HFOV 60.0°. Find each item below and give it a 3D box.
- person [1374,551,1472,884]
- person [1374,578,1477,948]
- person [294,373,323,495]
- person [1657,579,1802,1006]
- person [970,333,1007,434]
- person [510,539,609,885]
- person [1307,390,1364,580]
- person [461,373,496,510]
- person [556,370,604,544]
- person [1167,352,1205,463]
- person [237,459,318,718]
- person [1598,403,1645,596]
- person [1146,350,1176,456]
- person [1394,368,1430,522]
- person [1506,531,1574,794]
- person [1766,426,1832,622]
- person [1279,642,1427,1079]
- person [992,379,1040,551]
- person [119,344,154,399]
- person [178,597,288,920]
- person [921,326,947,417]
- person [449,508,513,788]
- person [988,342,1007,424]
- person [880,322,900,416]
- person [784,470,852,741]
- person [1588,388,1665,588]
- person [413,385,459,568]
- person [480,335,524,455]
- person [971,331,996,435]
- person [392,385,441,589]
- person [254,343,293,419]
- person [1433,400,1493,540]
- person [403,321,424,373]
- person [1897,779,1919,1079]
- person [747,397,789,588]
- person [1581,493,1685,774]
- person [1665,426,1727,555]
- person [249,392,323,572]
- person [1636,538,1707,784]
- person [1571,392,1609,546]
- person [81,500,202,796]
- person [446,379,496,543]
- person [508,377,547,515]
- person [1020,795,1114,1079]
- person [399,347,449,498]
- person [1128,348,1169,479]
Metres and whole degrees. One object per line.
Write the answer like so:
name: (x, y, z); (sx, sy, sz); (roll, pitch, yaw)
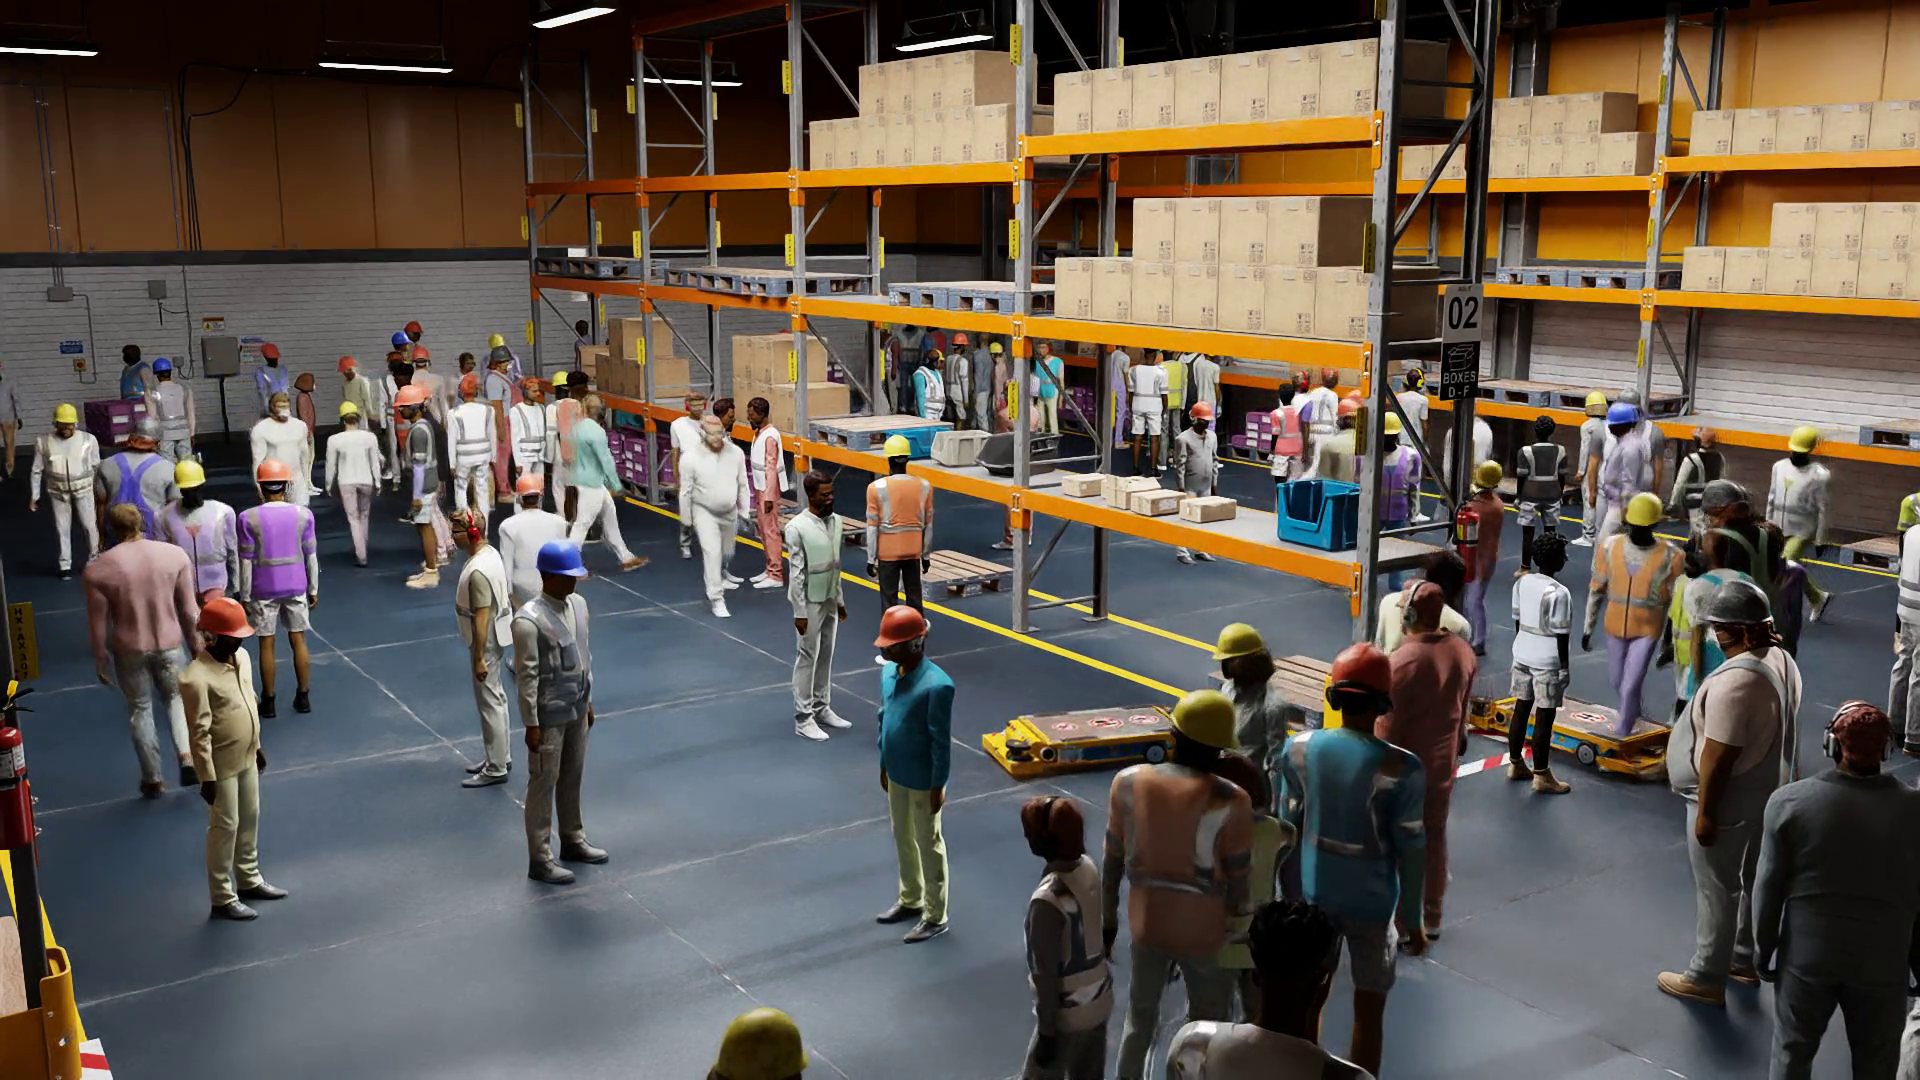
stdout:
person: (2.517, 0.974, 9.295); (0.360, 1.884, 0.690); (-9, 14, -38)
person: (2.291, 1.132, 8.420); (0.654, 1.909, 0.410); (-8, 14, -36)
person: (-8.690, -1.410, 22.144); (0.278, 1.628, 0.507); (-3, 11, -13)
person: (3.621, 1.167, 7.877); (0.679, 2.000, 0.535); (-10, 15, -40)
person: (0.473, -2.472, 27.090); (0.631, 1.818, 0.728); (-6, 13, -29)
person: (-2.238, 0.943, 9.293); (0.413, 1.938, 0.611); (4, 12, 21)
person: (3.793, -0.526, 16.664); (0.525, 1.998, 0.705); (-1, 11, -5)
person: (-6.052, -1.205, 20.759); (0.338, 1.748, 0.566); (4, 12, 22)
person: (-4.330, -0.943, 18.869); (0.361, 1.963, 0.613); (-10, 15, -42)
person: (3.374, -2.124, 24.722); (0.539, 2.000, 0.688); (-8, 14, -37)
person: (-5.053, 0.356, 12.339); (0.550, 1.925, 0.392); (-8, 14, -35)
person: (6.370, -0.369, 16.032); (0.475, 1.924, 0.647); (2, 11, 12)
person: (3.108, -2.214, 25.625); (0.552, 1.929, 0.619); (-8, 14, -37)
person: (5.496, -1.154, 20.196); (0.329, 1.872, 0.508); (-9, 14, -39)
person: (3.755, 0.783, 10.731); (0.318, 1.697, 0.533); (-3, 12, -16)
person: (7.485, -0.099, 14.771); (0.840, 1.884, 0.591); (-4, 12, -20)
person: (1.575, 1.410, 6.671); (0.621, 2.034, 0.407); (10, 15, 40)
person: (0.589, -0.835, 18.486); (0.409, 1.903, 0.639); (10, 15, 41)
person: (-11.991, -1.931, 24.249); (0.634, 1.841, 0.429); (8, 14, 36)
person: (-3.838, 1.144, 8.775); (0.354, 1.737, 0.577); (1, 11, 5)
person: (-0.490, -3.149, 30.514); (0.430, 1.836, 0.639); (7, 13, 32)
person: (-3.093, 0.690, 10.852); (0.394, 1.836, 0.560); (-2, 11, -12)
person: (0.602, -2.191, 25.819); (0.399, 1.746, 0.531); (1, 11, 6)
person: (-1.324, -3.098, 30.267); (0.403, 1.824, 0.594); (-7, 13, -33)
person: (-1.020, 0.449, 11.867); (0.391, 1.920, 0.593); (6, 12, 27)
person: (6.562, -0.505, 16.435); (0.687, 2.000, 0.536); (4, 12, 21)
person: (-5.602, -0.688, 17.615); (0.518, 1.946, 0.765); (-4, 12, -19)
person: (-7.091, -2.232, 25.737); (0.639, 1.860, 0.952); (0, 11, -3)
person: (0.359, -2.298, 25.871); (0.355, 1.938, 0.637); (6, 12, 27)
person: (-5.397, -0.523, 16.560); (0.397, 2.039, 0.609); (-3, 11, -13)
person: (-9.996, -1.937, 24.195); (0.924, 1.890, 0.583); (7, 13, 31)
person: (5.145, -0.547, 17.047); (0.696, 1.883, 0.443); (-7, 13, -32)
person: (-8.924, -2.579, 27.209); (0.412, 1.986, 0.609); (1, 11, 4)
person: (3.906, 1.519, 6.378); (0.372, 1.931, 0.627); (-2, 11, -12)
person: (-1.931, -0.484, 16.682); (0.397, 1.909, 0.599); (-4, 12, -18)
person: (4.594, 0.584, 11.292); (0.615, 1.881, 0.907); (10, 15, 42)
person: (7.374, -0.344, 16.728); (0.532, 1.597, 0.838); (-5, 12, -24)
person: (-7.108, -0.618, 17.431); (1.038, 1.888, 0.651); (10, 15, 41)
person: (4.869, 0.778, 10.851); (0.776, 1.663, 0.550); (-2, 11, -8)
person: (7.132, -0.798, 18.714); (0.485, 1.738, 0.320); (-5, 12, -22)
person: (-5.165, 0.702, 10.571); (0.645, 1.918, 0.512); (-7, 13, -34)
person: (-5.607, -0.920, 19.019); (0.592, 1.855, 0.797); (-7, 13, -32)
person: (-4.917, -0.928, 19.033); (0.343, 1.876, 0.579); (5, 12, 24)
person: (0.394, 1.728, 6.109); (0.370, 1.613, 0.523); (5, 12, 22)
person: (-7.033, -1.534, 21.853); (0.621, 1.986, 0.409); (-3, 12, -17)
person: (2.650, -1.829, 23.440); (0.599, 1.958, 0.373); (5, 12, 22)
